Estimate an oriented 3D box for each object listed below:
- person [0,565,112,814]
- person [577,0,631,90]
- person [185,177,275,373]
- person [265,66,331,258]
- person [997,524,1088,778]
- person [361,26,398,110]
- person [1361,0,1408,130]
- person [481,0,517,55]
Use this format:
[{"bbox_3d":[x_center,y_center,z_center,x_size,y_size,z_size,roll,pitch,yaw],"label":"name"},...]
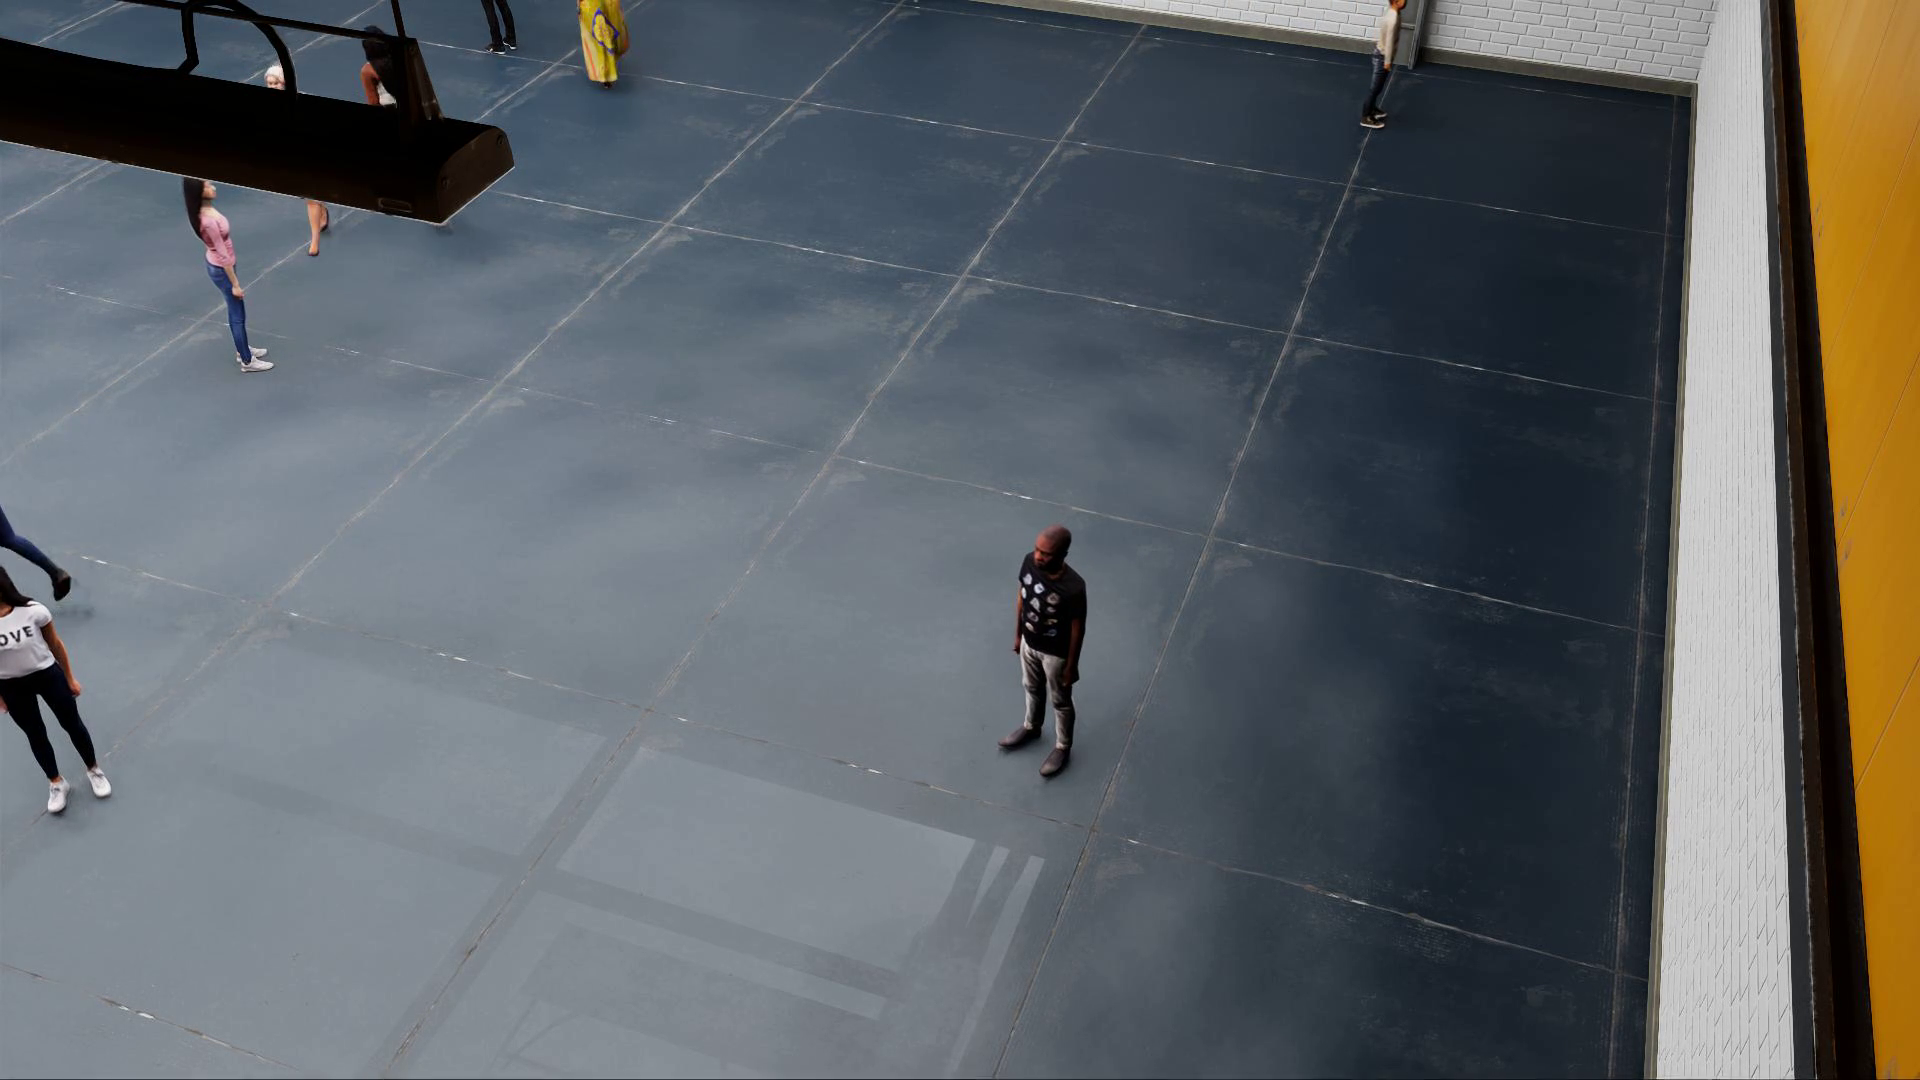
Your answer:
[{"bbox_3d":[-5.377,0.839,9.661,0.658,1.775,0.720,-16,41,-19],"label":"person"},{"bbox_3d":[-3.934,-5.796,18.079,1.246,1.638,1.272,-13,40,-16],"label":"person"},{"bbox_3d":[-5.953,-2.185,13.474,0.707,1.742,0.640,-18,42,-21],"label":"person"},{"bbox_3d":[-5.996,-3.500,15.156,1.096,1.698,0.922,-1,39,-1],"label":"person"},{"bbox_3d":[0.544,0.623,9.908,0.812,1.805,0.701,-30,47,-32],"label":"person"},{"bbox_3d":[-5.240,-3.897,15.577,0.969,1.794,0.830,31,48,33],"label":"person"},{"bbox_3d":[4.397,-5.027,17.263,0.481,1.456,0.553,11,40,13],"label":"person"},{"bbox_3d":[-5.306,-6.372,18.674,0.640,1.797,0.681,27,46,29],"label":"person"}]
